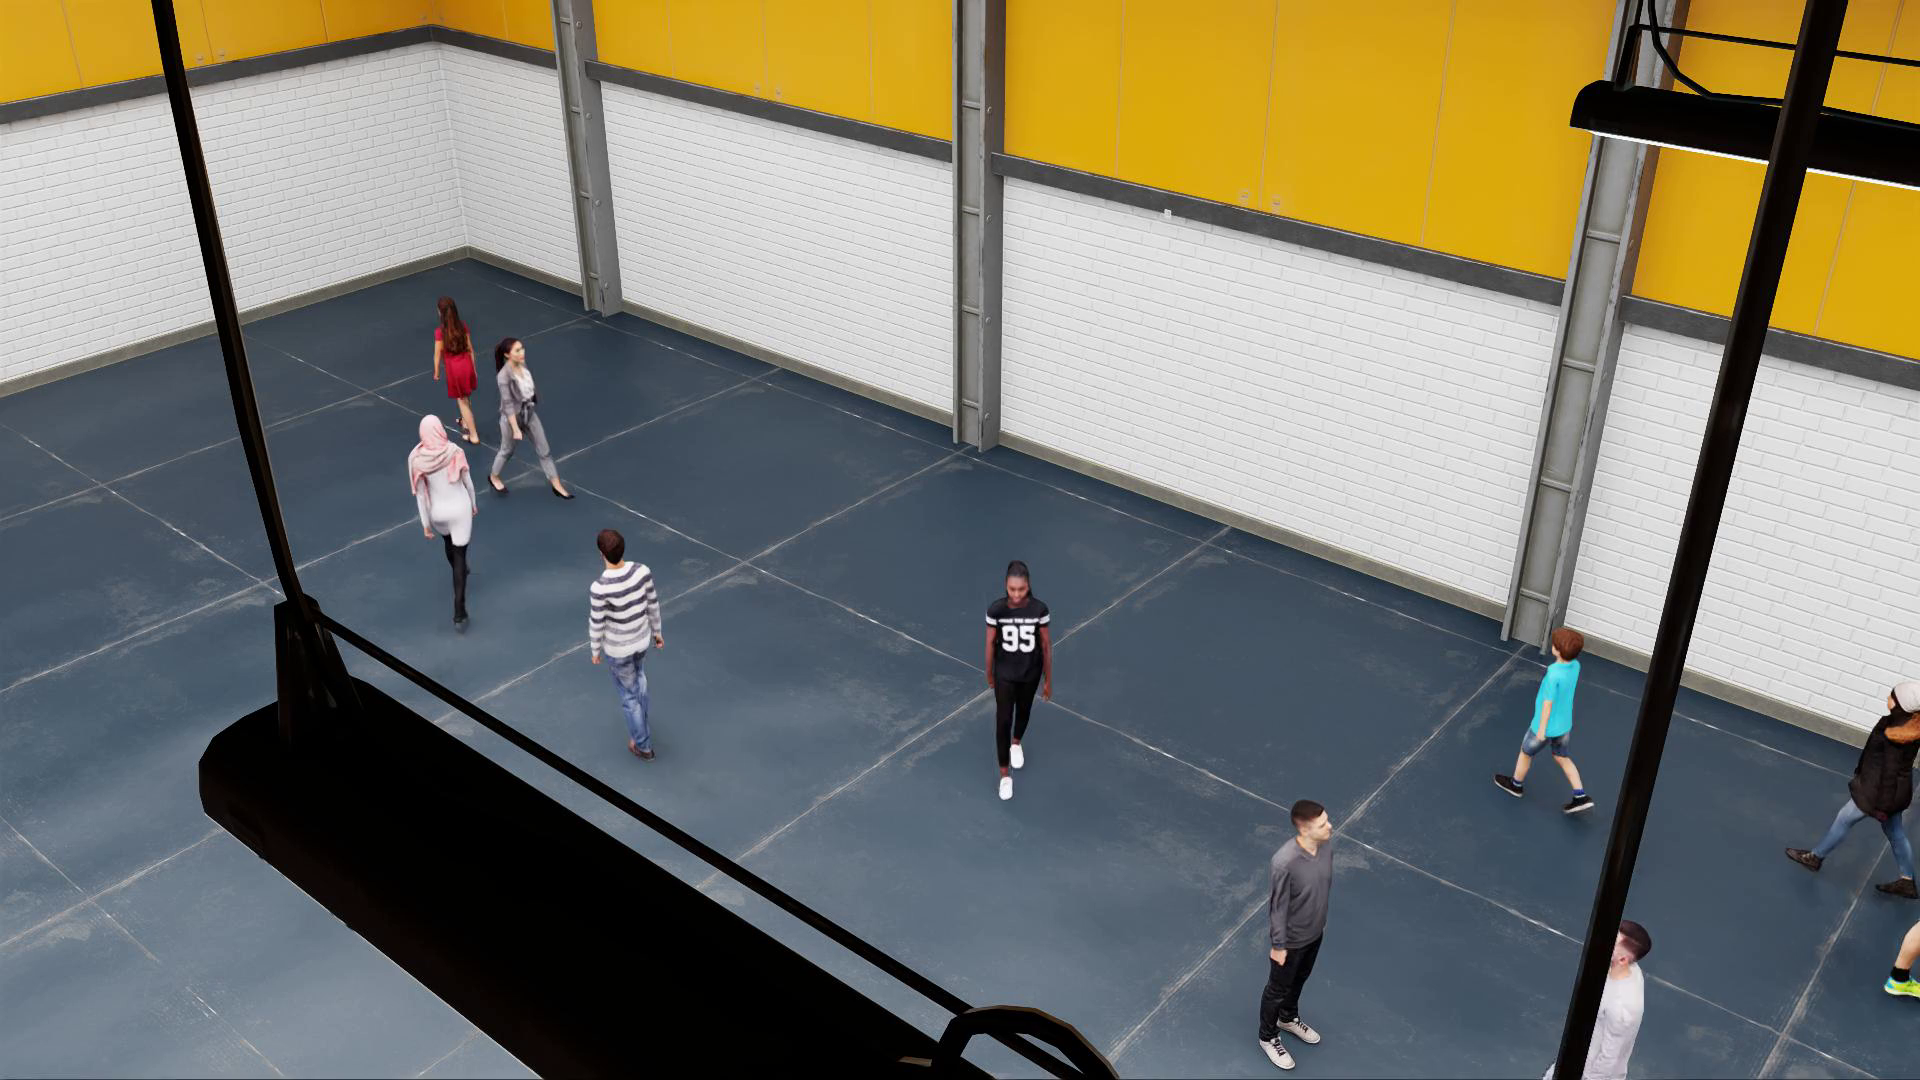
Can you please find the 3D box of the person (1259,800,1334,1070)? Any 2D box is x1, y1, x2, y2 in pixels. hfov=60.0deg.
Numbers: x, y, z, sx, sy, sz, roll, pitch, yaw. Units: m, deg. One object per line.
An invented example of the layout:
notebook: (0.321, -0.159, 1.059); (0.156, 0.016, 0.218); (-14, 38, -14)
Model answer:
person: (1.929, 2.215, 9.524); (0.632, 1.760, 0.558); (-25, 38, -38)

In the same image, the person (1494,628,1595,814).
person: (4.191, 1.283, 11.580); (0.660, 1.427, 0.988); (-20, 34, -32)

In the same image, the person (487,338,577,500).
person: (-4.255, -1.110, 15.758); (1.200, 1.628, 0.848); (11, 30, 19)

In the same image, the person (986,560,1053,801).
person: (0.413, 0.911, 11.970); (0.988, 1.706, 1.048); (-3, 29, -5)

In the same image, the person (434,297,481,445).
person: (-5.073, -1.704, 16.951); (0.797, 1.527, 0.531); (22, 35, 34)

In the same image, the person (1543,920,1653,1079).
person: (3.356, 2.687, 8.580); (0.779, 1.835, 0.792); (8, 30, 15)

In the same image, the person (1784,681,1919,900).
person: (6.051, 1.638, 10.749); (0.697, 1.599, 1.064); (-25, 38, -38)

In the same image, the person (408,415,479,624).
person: (-4.252, -0.149, 13.863); (1.136, 1.755, 1.248); (-5, 29, -9)

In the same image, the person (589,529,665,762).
person: (-2.355, 0.793, 12.055); (0.737, 1.833, 0.828); (-24, 37, -36)
